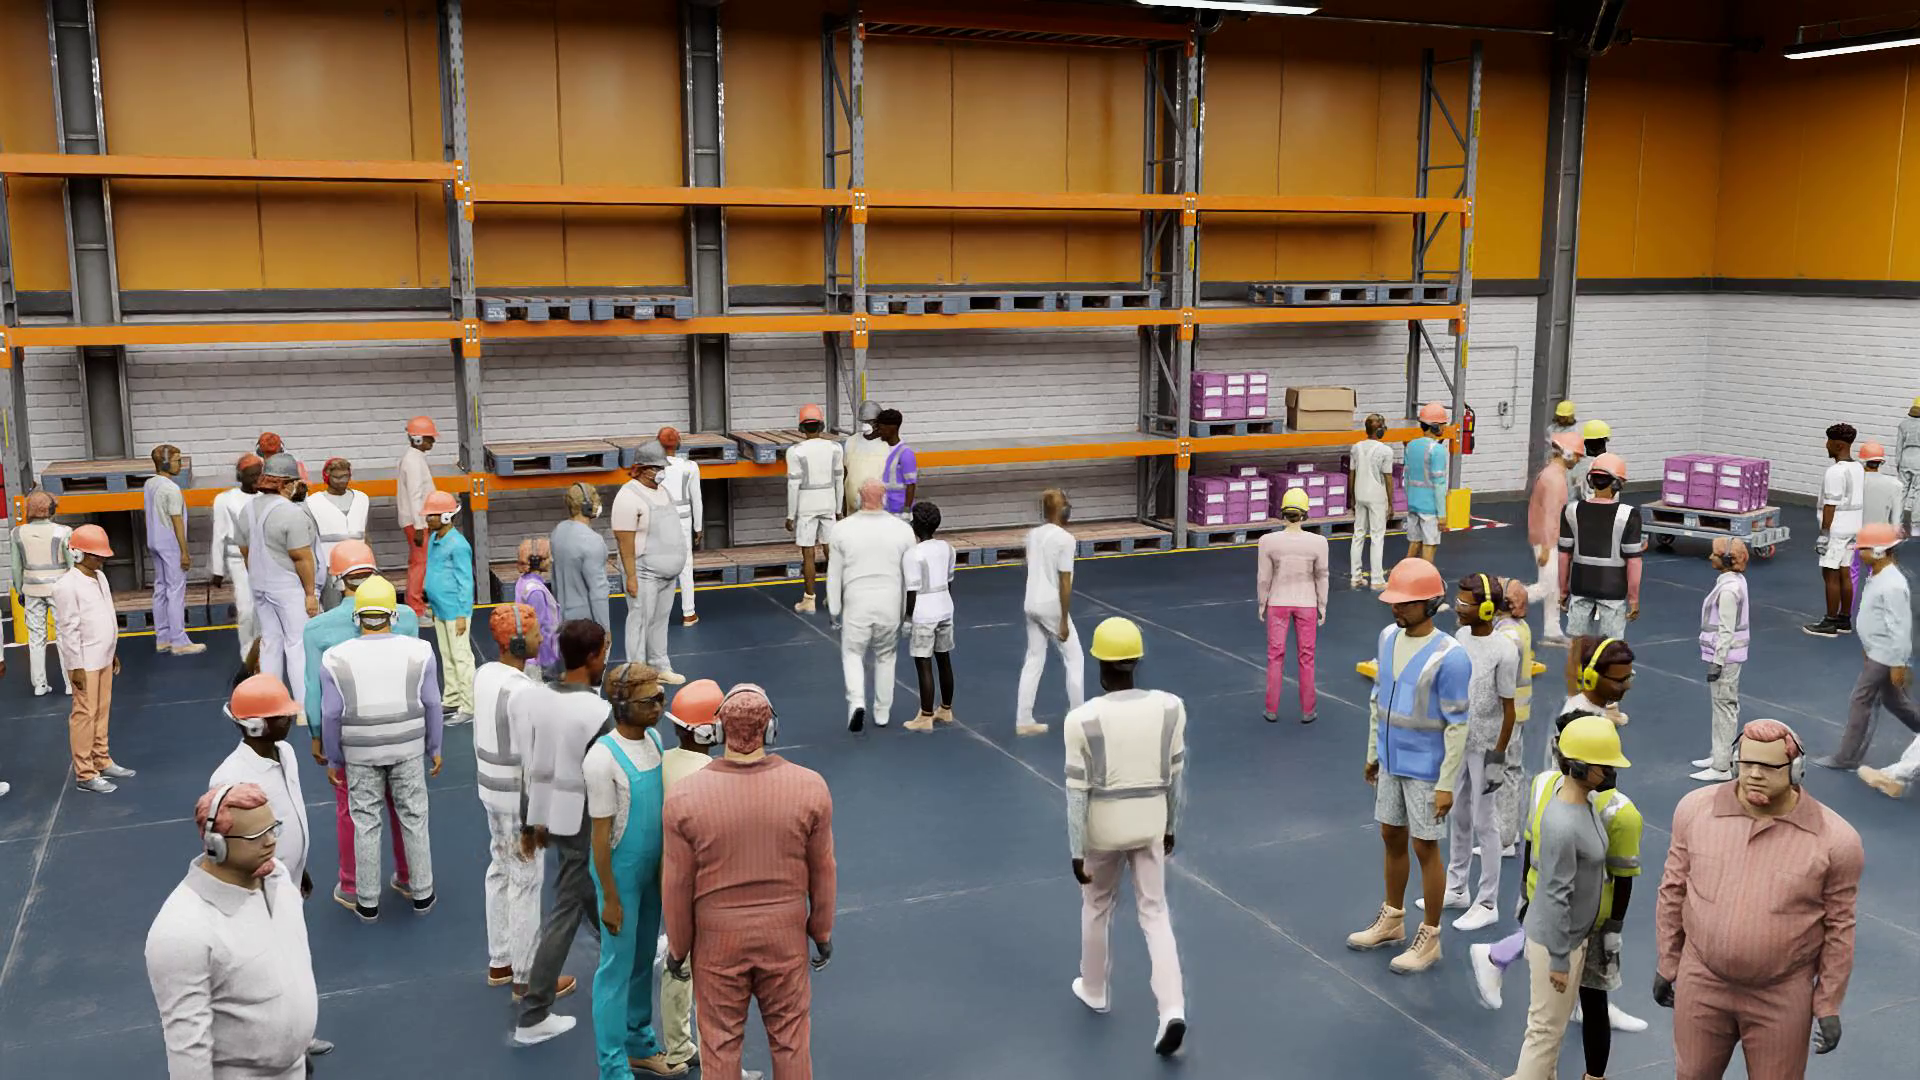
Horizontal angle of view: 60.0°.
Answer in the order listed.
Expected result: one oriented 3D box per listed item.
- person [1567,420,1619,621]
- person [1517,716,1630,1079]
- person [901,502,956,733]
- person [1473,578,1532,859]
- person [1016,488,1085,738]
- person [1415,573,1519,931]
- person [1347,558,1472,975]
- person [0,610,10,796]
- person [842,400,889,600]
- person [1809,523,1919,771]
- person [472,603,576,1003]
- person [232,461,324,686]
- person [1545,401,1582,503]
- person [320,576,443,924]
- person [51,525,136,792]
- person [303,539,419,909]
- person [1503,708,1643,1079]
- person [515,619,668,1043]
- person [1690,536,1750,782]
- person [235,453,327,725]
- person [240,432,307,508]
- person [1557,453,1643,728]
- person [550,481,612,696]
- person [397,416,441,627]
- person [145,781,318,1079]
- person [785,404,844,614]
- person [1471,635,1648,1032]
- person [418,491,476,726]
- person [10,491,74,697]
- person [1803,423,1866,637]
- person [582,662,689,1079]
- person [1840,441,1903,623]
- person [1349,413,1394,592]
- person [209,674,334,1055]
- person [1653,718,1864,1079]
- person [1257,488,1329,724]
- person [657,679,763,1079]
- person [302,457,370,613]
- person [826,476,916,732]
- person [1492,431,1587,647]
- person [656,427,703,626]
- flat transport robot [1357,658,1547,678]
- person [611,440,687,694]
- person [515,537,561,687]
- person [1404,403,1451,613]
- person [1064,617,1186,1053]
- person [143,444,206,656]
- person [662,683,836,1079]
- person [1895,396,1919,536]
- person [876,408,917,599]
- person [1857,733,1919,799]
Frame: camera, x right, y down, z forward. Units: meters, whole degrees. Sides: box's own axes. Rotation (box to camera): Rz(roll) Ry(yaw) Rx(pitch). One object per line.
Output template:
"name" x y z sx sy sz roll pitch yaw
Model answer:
"person" 6.055 -0.189 15.862 0.396 1.918 0.586 7 12 37
"person" 2.358 1.529 6.419 0.341 1.760 0.525 5 11 29
"person" -0.234 0.563 12.159 0.321 1.697 0.535 8 13 38
"person" 3.156 1.026 9.654 0.309 1.639 0.523 5 11 27
"person" 0.707 0.532 12.080 0.776 1.809 0.535 -7 12 -36
"person" 2.659 1.087 8.654 0.328 1.869 0.510 -4 10 -20
"person" 2.187 1.090 8.131 0.379 2.041 0.614 -5 11 -25
"person" -6.379 0.739 10.514 0.596 1.915 0.374 -4 11 -22
"person" -0.897 -0.380 16.603 0.673 2.000 0.536 4 11 20
"person" 6.270 0.736 11.155 0.843 1.708 0.601 3 10 19
"person" -2.078 1.222 7.822 0.340 1.882 0.585 -8 13 -38
"person" -5.278 0.328 12.964 0.954 1.902 0.570 1 10 5
"person" 7.274 -0.837 20.178 0.709 1.707 0.505 -9 13 -42
"person" -3.017 1.093 8.715 0.600 1.831 0.404 -4 11 -23
"person" -5.657 0.762 10.878 0.338 1.742 0.563 -1 10 -4
"person" -3.185 0.980 8.930 0.615 1.987 0.408 -6 11 -30
"person" 2.470 1.507 6.718 0.320 1.698 0.531 -6 11 -30
"person" -1.675 1.275 7.589 0.601 1.861 1.036 9 13 42
"person" 5.059 0.786 11.031 0.310 1.642 0.514 5 11 28
"person" -4.995 0.349 12.404 0.675 2.000 0.536 6 11 29
"person" -6.198 -0.040 15.093 0.582 1.882 0.338 -8 12 -37
"person" 4.719 0.375 12.276 0.605 2.034 0.389 8 13 39
"person" -2.593 0.556 11.499 0.356 1.939 0.638 -8 13 -39
"person" -5.047 -0.174 15.595 0.419 1.985 0.616 -3 10 -17
"person" -2.194 1.671 5.174 0.400 1.907 0.645 1 10 6
"person" -1.417 -0.298 16.134 0.605 2.040 0.383 -6 11 -31
"person" 2.729 1.311 7.449 0.677 1.842 0.538 5 11 27
"person" -3.811 0.500 12.356 0.339 1.752 0.564 -8 13 -39
"person" -7.177 0.427 13.107 0.522 1.640 0.311 0 10 -3
"person" 8.018 -0.091 15.196 0.599 1.959 0.376 -9 13 -42
"person" -1.345 1.405 6.879 0.346 1.847 0.506 3 10 18
"person" 8.439 -0.049 15.509 0.569 1.755 0.320 1 10 8
"person" 4.266 -0.388 17.212 0.338 1.845 0.514 -9 13 -43
"person" -2.907 1.424 7.036 0.327 1.751 0.561 0 10 1
"person" 2.760 1.554 5.841 0.639 1.910 0.407 7 12 36
"person" 2.468 0.492 12.370 0.525 1.769 0.312 2 10 10
"person" -1.075 1.438 6.952 0.330 1.751 0.565 -10 14 -44
"person" -5.082 0.233 13.632 0.382 1.843 0.571 8 13 38
"person" -0.640 0.478 12.099 0.658 1.892 0.613 -1 10 -7
"person" 5.105 0.000 14.684 0.740 1.944 0.678 3 10 18
"person" -2.700 -0.121 15.564 0.584 1.883 0.347 -1 10 -8
"flat transport robot" 4.063 1.002 13.734 1.431 0.197 0.652 -4 11 -23
"person" -2.437 0.203 13.243 0.535 2.000 0.685 4 11 20
"person" -2.786 0.796 10.982 0.306 1.640 0.523 -4 11 -24
"person" 4.568 -0.318 16.234 0.379 2.045 0.605 -3 10 -17
"person" 0.749 1.291 7.391 0.581 1.902 0.875 -2 10 -13
"person" -6.882 0.086 14.484 0.517 1.841 0.324 7 12 36
"person" -0.794 1.478 6.286 0.653 1.906 0.408 -2 10 -14
"person" 11.851 -0.927 20.616 0.323 1.741 0.491 -5 11 -27
"person" -0.646 -0.333 16.555 0.370 1.963 0.608 -6 11 -29
"person" 6.245 0.794 10.597 0.856 1.811 0.645 6 12 33
